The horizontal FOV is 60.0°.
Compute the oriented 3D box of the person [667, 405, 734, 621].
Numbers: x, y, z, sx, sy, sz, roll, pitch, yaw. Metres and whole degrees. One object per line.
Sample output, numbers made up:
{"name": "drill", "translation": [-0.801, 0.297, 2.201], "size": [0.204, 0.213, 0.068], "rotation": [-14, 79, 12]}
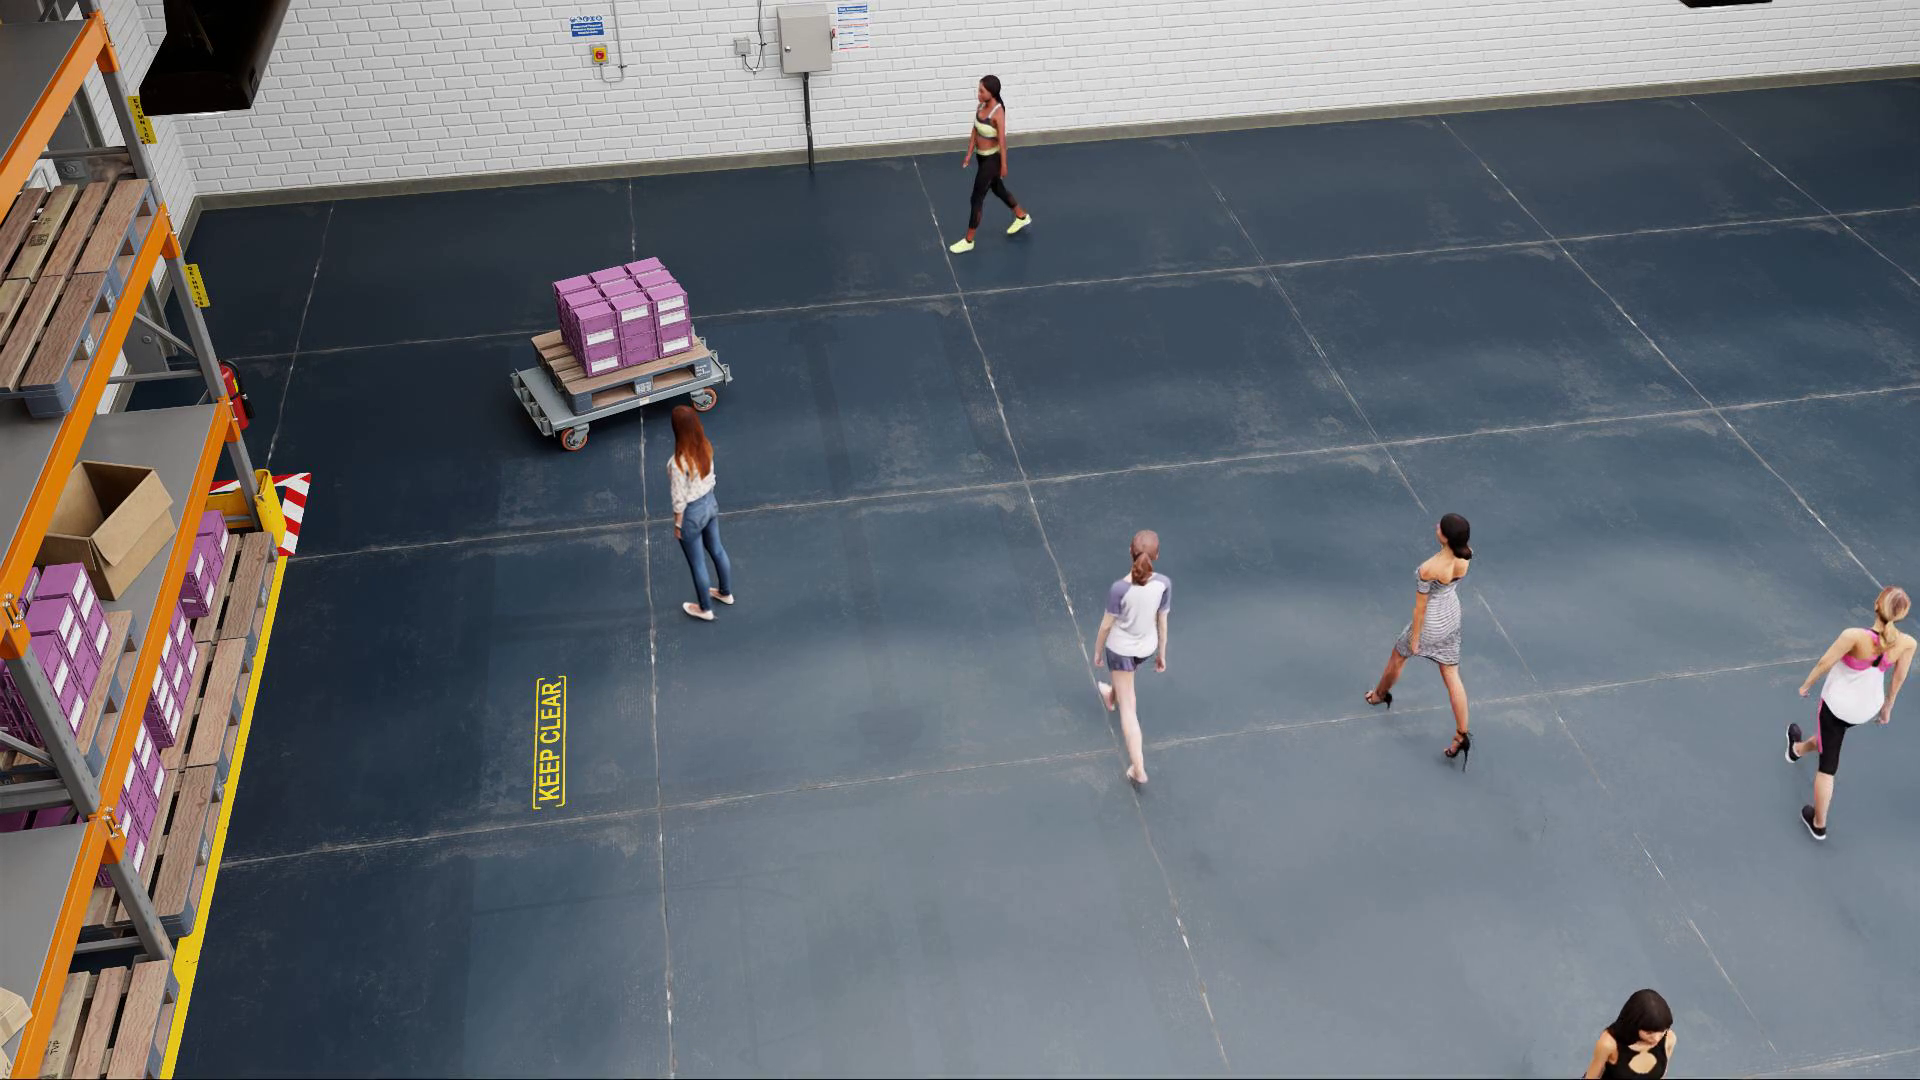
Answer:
{"name": "person", "translation": [-1.814, -0.191, 11.543], "size": [0.706, 1.729, 0.628], "rotation": [19, 42, 22]}

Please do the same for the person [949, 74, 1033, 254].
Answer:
{"name": "person", "translation": [0.359, -3.608, 15.836], "size": [0.827, 1.712, 1.149], "rotation": [-16, 41, -19]}

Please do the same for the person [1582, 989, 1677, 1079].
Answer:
{"name": "person", "translation": [3.138, 2.636, 8.078], "size": [0.588, 1.635, 0.663], "rotation": [-5, 39, -6]}

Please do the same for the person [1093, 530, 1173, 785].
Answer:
{"name": "person", "translation": [1.098, 0.757, 10.374], "size": [0.688, 1.706, 1.217], "rotation": [-10, 40, -12]}

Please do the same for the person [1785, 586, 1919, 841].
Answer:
{"name": "person", "translation": [5.326, 1.073, 9.945], "size": [0.825, 1.748, 1.159], "rotation": [3, 39, 4]}

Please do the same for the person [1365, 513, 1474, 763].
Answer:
{"name": "person", "translation": [3.066, 0.627, 10.479], "size": [0.837, 1.779, 1.160], "rotation": [-20, 43, -23]}
